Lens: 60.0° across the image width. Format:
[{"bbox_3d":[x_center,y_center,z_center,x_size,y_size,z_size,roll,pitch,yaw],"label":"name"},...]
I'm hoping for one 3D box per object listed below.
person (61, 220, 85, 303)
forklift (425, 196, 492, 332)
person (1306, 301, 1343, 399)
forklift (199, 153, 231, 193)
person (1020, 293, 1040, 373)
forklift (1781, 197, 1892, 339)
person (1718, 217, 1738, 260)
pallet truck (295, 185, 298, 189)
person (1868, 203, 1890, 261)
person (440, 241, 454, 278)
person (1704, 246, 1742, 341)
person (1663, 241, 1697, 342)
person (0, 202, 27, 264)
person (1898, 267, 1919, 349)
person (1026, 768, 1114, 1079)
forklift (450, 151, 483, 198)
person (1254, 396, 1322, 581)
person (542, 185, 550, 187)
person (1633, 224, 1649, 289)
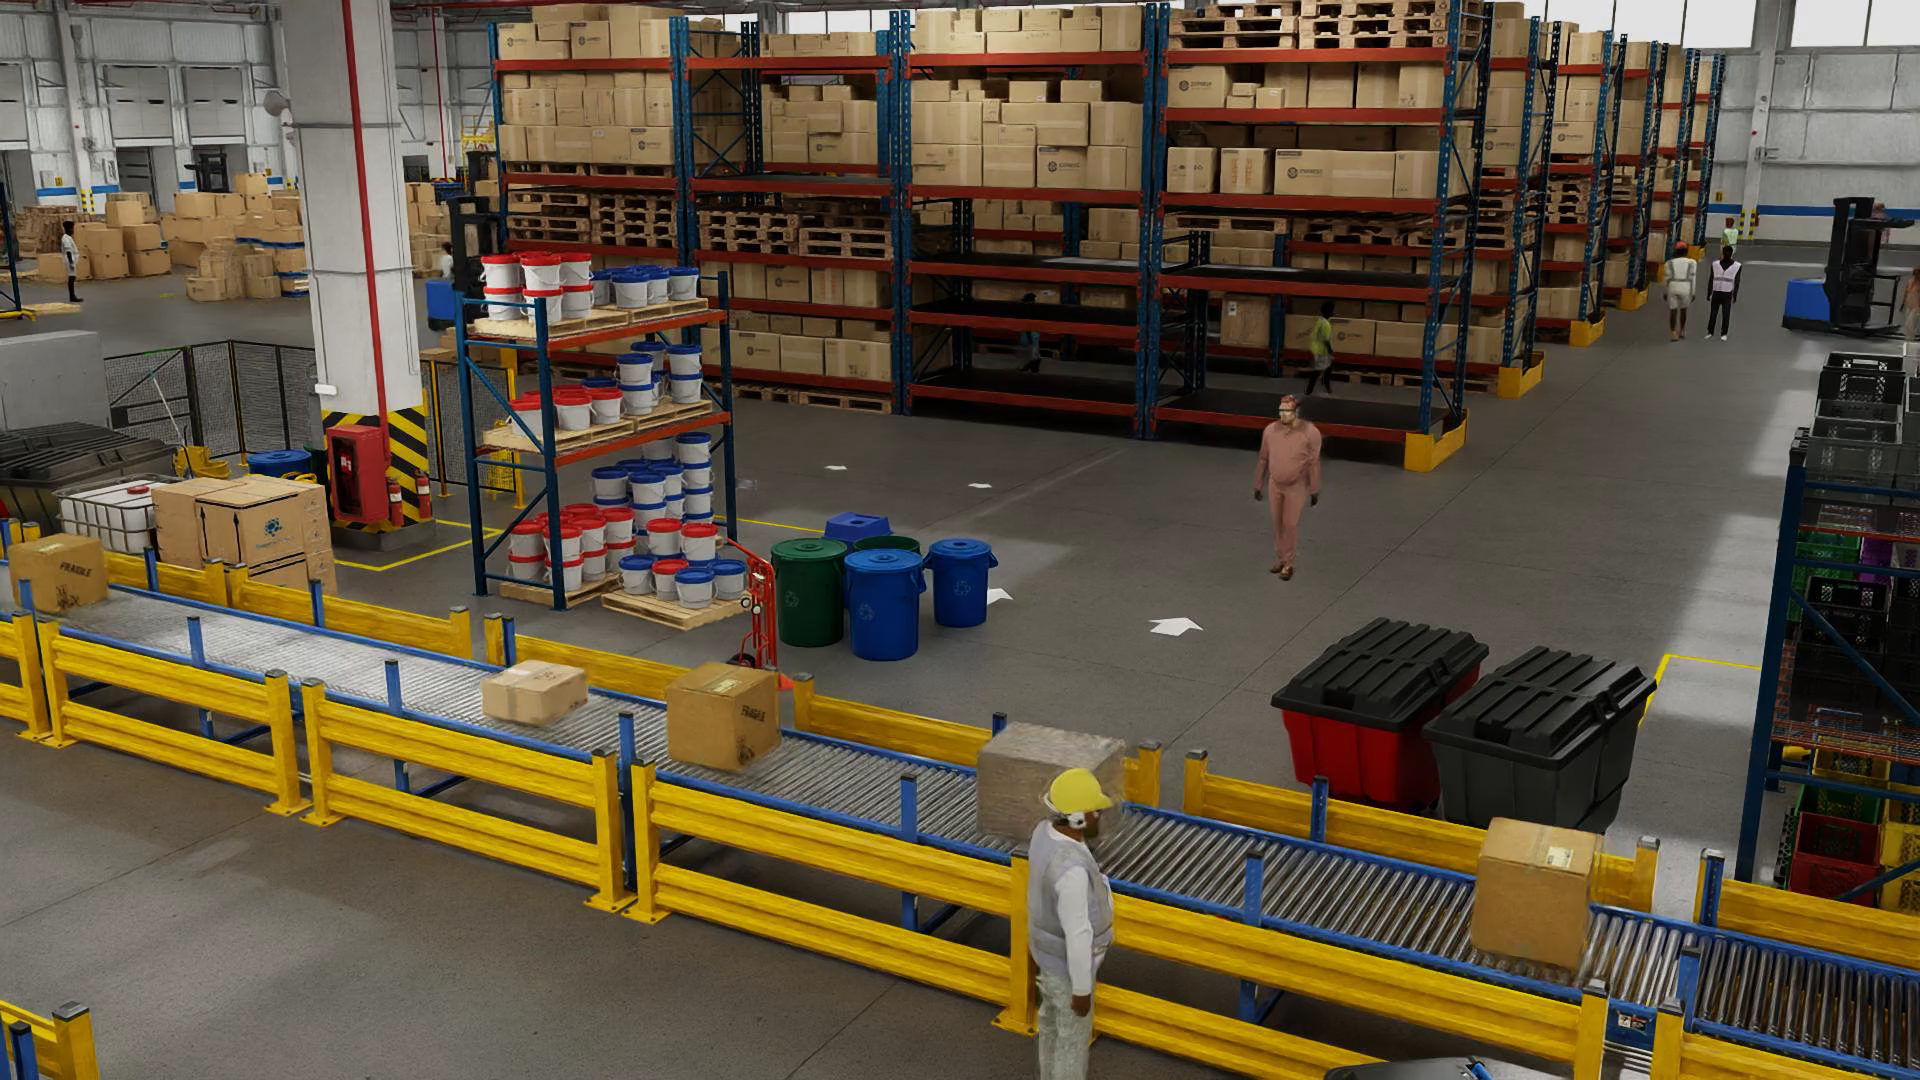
[{"bbox_3d":[-21.404,-6.703,40.051,0.367,1.963,0.609,-7,17,-25],"label":"person"},{"bbox_3d":[-10.181,-5.747,34.703,1.873,2.768,1.129,8,17,28],"label":"forklift"},{"bbox_3d":[5.913,-3.004,26.705,0.759,1.663,0.553,0,15,1],"label":"person"},{"bbox_3d":[-27.440,-12.865,61.464,1.873,2.768,1.129,8,17,28],"label":"forklift"},{"bbox_3d":[1.172,-3.287,27.761,0.525,1.670,0.555,3,15,12],"label":"person"},{"bbox_3d":[18.348,-5.690,34.491,1.129,2.768,1.873,-9,17,-31],"label":"forklift"},{"bbox_3d":[19.716,-7.352,42.718,0.570,1.844,0.377,-11,18,-36],"label":"person"},{"bbox_3d":[-26.804,-14.617,69.738,1.885,1.965,0.823,-14,20,-42],"label":"pallet truck"},{"bbox_3d":[26.531,-8.800,48.156,0.997,1.863,0.666,-13,20,-40],"label":"person"},{"bbox_3d":[-10.969,-5.480,35.705,0.505,1.844,0.897,9,18,32],"label":"person"},{"bbox_3d":[15.527,-5.028,33.848,0.593,1.917,0.392,10,18,33],"label":"person"},{"bbox_3d":[14.622,-5.055,33.810,0.630,1.985,1.034,7,16,25],"label":"person"},{"bbox_3d":[-28.224,-9.105,49.362,0.624,1.828,0.506,-13,20,-41],"label":"person"},{"bbox_3d":[18.657,-4.553,32.628,0.598,1.611,0.572,-2,15,-9],"label":"person"},{"bbox_3d":[0.519,1.934,7.841,0.404,1.829,0.620,-3,15,-13],"label":"person"},{"bbox_3d":[-18.740,-13.643,64.388,1.873,2.768,1.129,0,15,1],"label":"forklift"},{"bbox_3d":[3.300,-0.534,17.012,0.668,1.883,0.664,11,19,37],"label":"person"},{"bbox_3d":[-15.604,-12.789,63.080,0.898,1.879,0.593,6,16,23],"label":"person"},{"bbox_3d":[16.827,-6.918,41.129,0.508,1.822,0.657,8,17,27],"label":"person"}]
